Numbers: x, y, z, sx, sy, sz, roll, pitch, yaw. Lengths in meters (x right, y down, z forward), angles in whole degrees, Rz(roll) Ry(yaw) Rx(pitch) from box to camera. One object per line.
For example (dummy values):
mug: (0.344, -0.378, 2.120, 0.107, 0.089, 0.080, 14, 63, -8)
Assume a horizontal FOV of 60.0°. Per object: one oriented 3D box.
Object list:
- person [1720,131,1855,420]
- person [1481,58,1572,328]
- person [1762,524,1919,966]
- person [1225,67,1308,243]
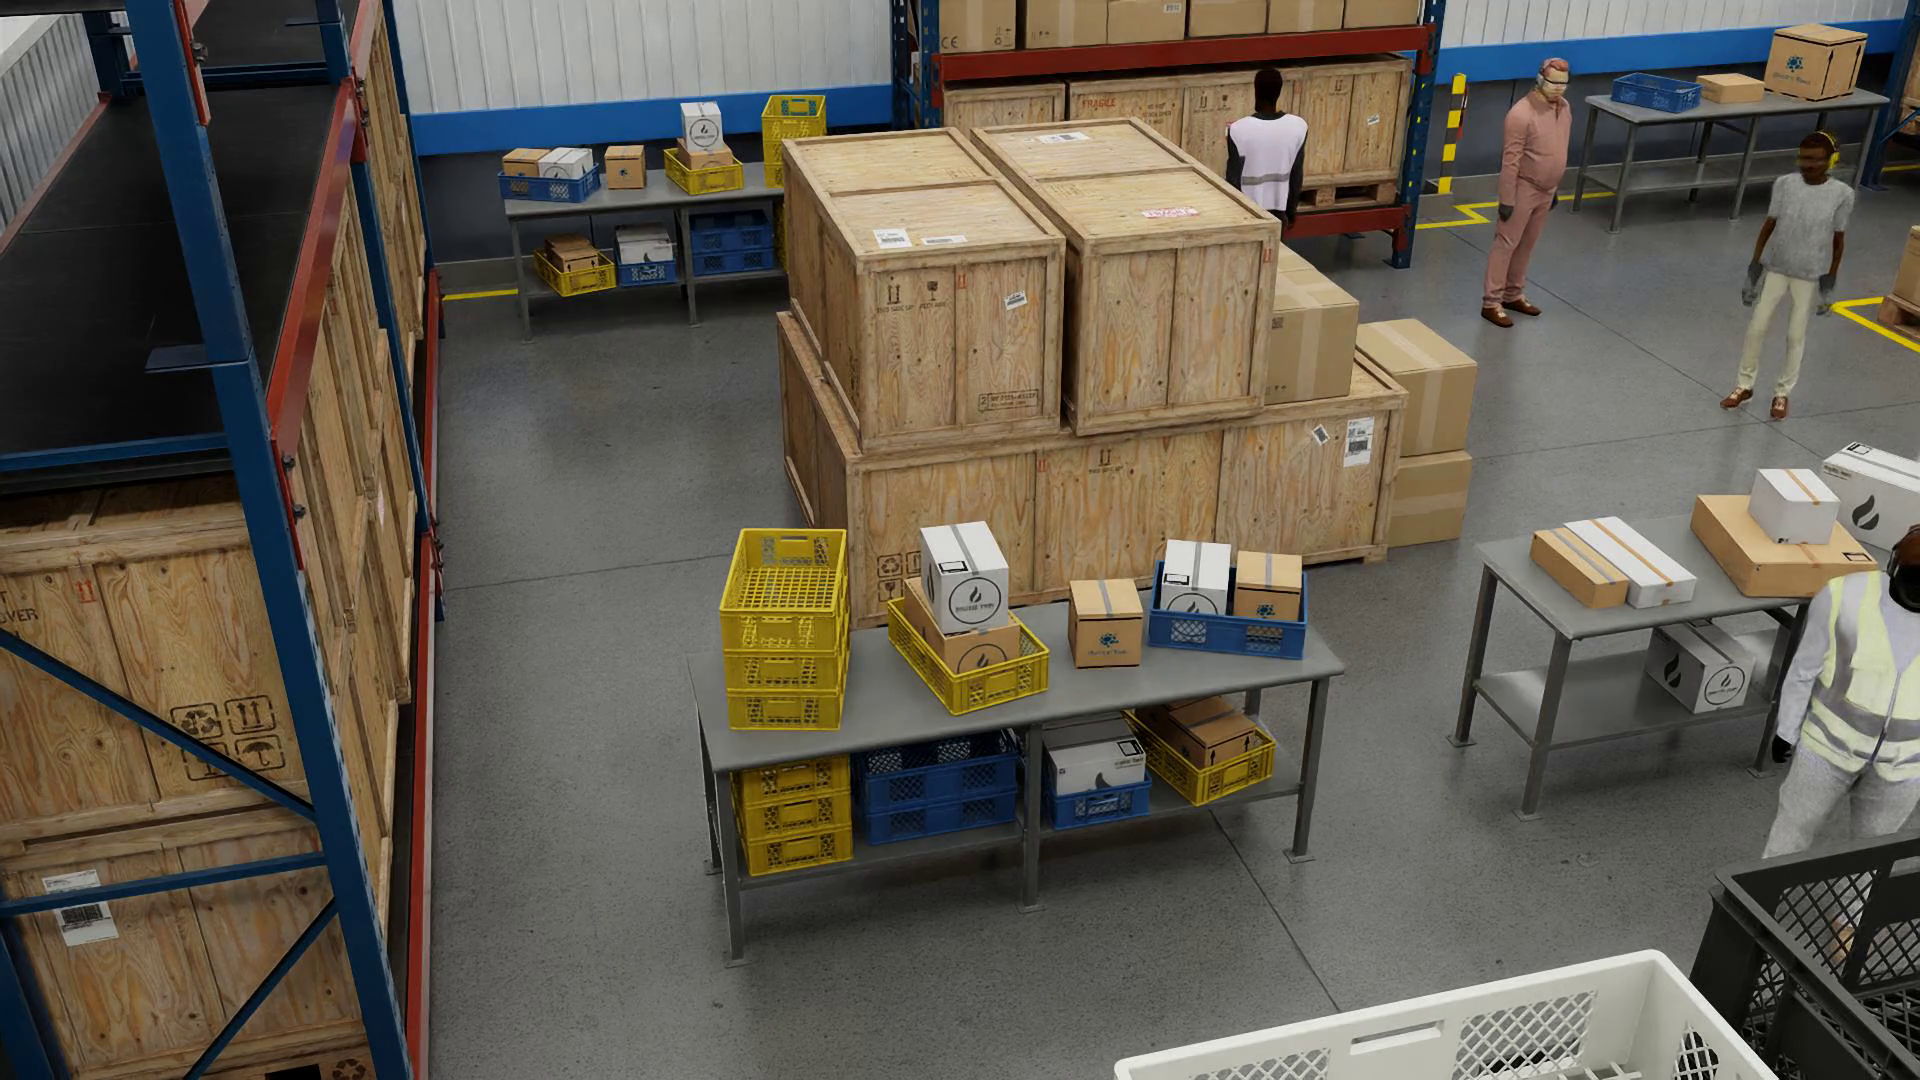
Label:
person: (5.239, -1.657, 10.480, 0.509, 1.847, 0.403, 24, 37, 37)
person: (4.111, -2.497, 11.945, 0.642, 1.903, 0.399, -21, 35, -33)
person: (3.321, 0.759, 6.094, 0.634, 1.841, 0.429, 12, 31, 21)
person: (2.096, -2.305, 11.579, 0.597, 1.915, 0.371, -8, 30, -15)
